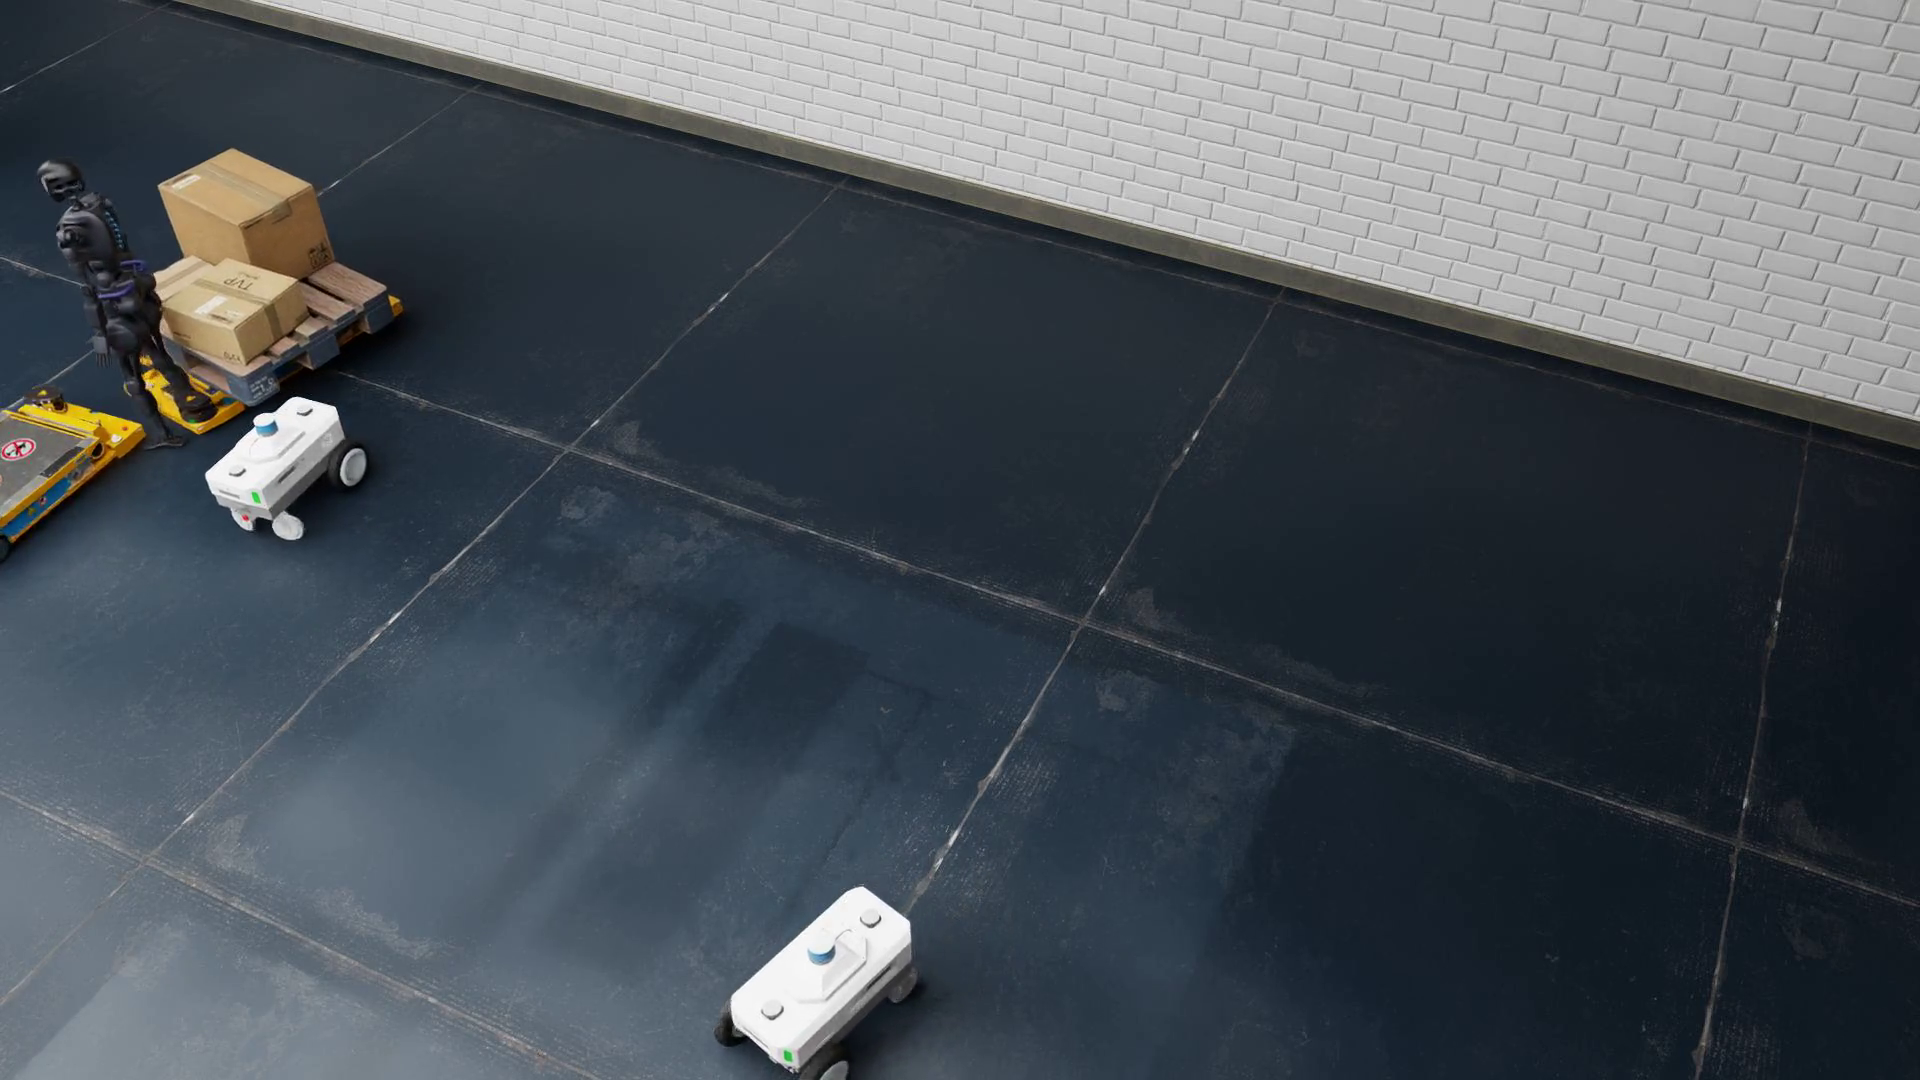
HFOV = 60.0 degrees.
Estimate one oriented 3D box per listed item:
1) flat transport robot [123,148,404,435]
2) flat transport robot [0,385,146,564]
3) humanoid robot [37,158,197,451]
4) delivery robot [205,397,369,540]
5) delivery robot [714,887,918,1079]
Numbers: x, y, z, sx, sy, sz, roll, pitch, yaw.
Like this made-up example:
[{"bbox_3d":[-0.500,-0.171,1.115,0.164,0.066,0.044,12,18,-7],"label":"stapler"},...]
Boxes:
[{"bbox_3d":[-3.959,-1.137,9.482,0.659,0.231,1.431,25,48,25],"label":"flat transport robot"},{"bbox_3d":[-4.954,-0.252,8.527,0.659,0.231,1.431,15,45,16],"label":"flat transport robot"},{"bbox_3d":[-4.259,-1.193,8.519,0.401,1.647,0.615,-1,43,-1],"label":"humanoid robot"},{"bbox_3d":[-3.442,-0.398,8.488,0.499,0.614,0.786,15,45,16],"label":"delivery robot"},{"bbox_3d":[-0.512,1.673,6.227,0.499,0.576,0.768,31,51,29],"label":"delivery robot"}]
